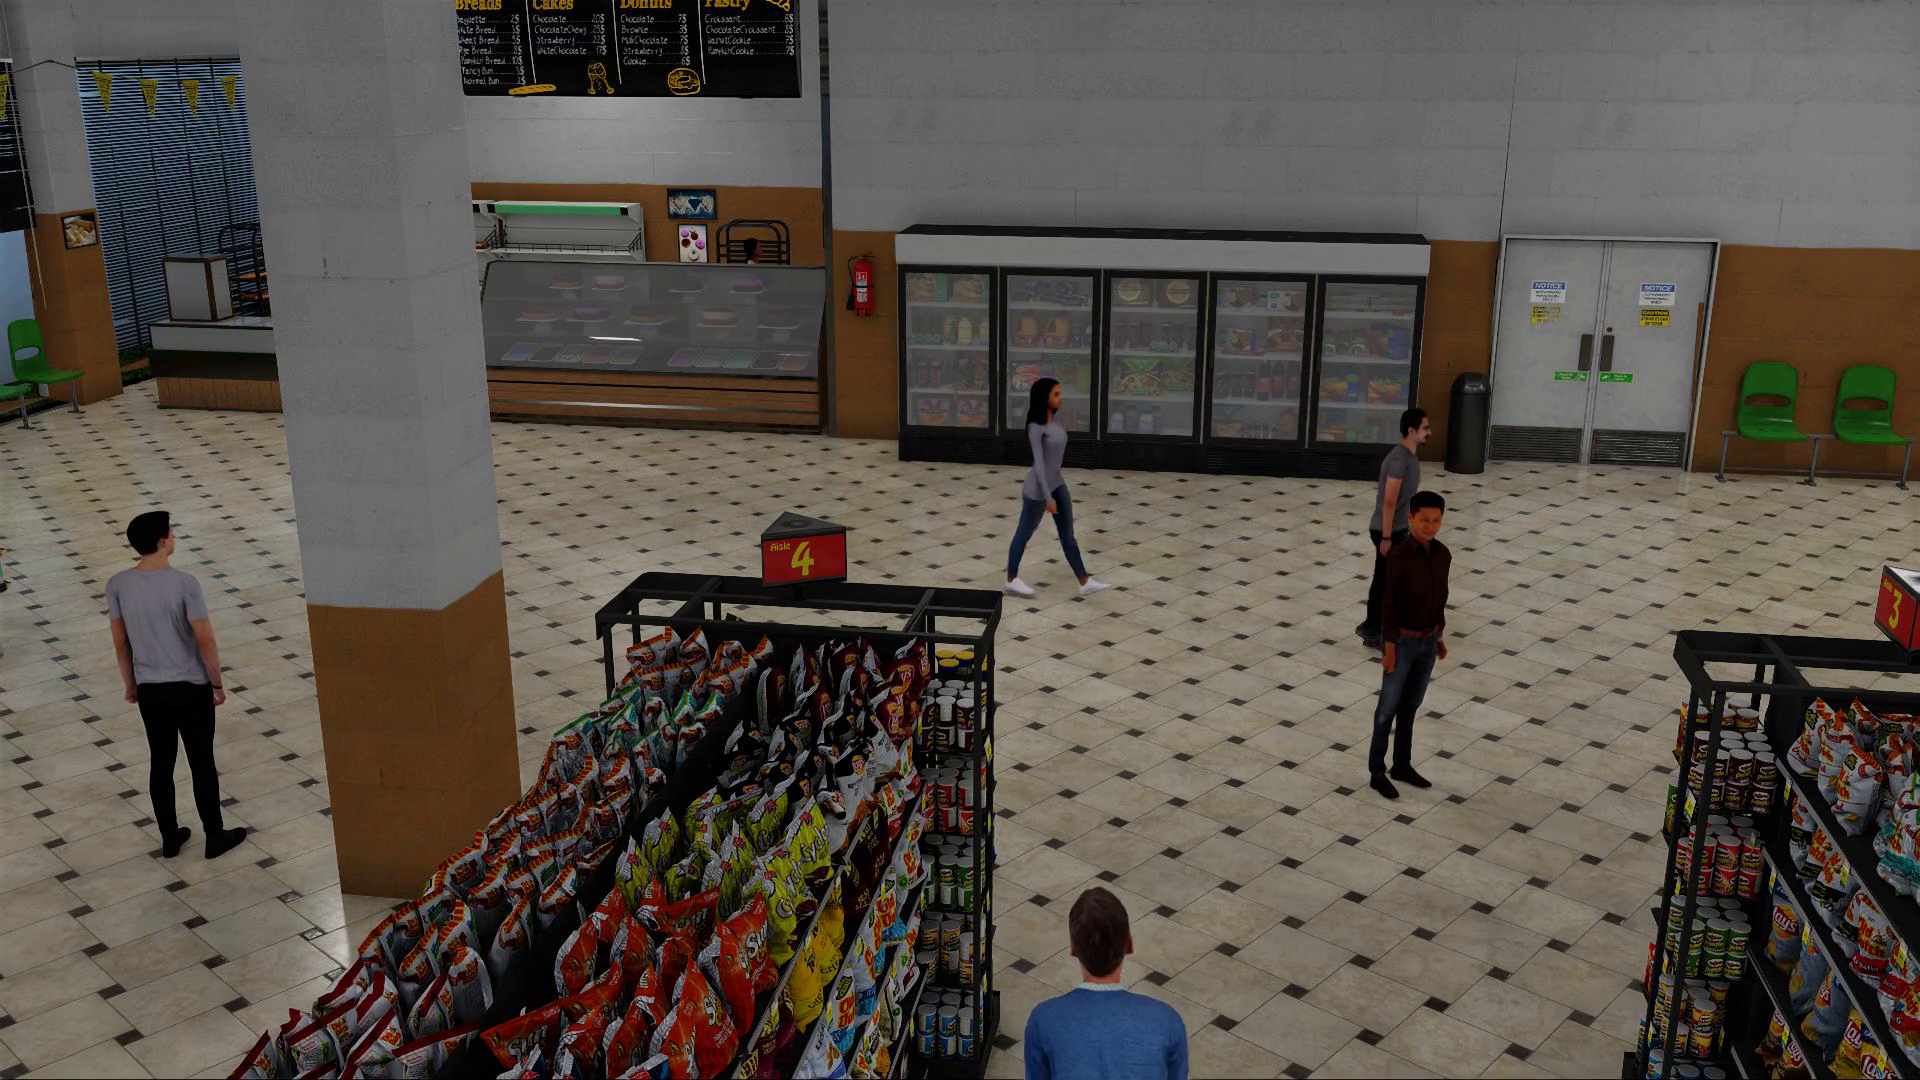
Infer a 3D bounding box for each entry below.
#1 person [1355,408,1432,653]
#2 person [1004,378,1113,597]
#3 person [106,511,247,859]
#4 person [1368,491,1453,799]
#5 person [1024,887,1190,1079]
[{"bbox_3d":[2.931,-0.073,11.608,0.693,1.739,0.591,5,18,17],"label":"person"},{"bbox_3d":[0.537,-0.365,12.639,0.936,1.698,1.105,10,20,30],"label":"person"},{"bbox_3d":[-4.103,0.760,8.650,0.697,1.864,0.574,1,17,2],"label":"person"},{"bbox_3d":[2.537,0.572,9.415,0.711,1.778,0.747,-10,19,-29],"label":"person"},{"bbox_3d":[0.431,1.919,4.945,0.648,1.799,1.001,3,17,9],"label":"person"}]
